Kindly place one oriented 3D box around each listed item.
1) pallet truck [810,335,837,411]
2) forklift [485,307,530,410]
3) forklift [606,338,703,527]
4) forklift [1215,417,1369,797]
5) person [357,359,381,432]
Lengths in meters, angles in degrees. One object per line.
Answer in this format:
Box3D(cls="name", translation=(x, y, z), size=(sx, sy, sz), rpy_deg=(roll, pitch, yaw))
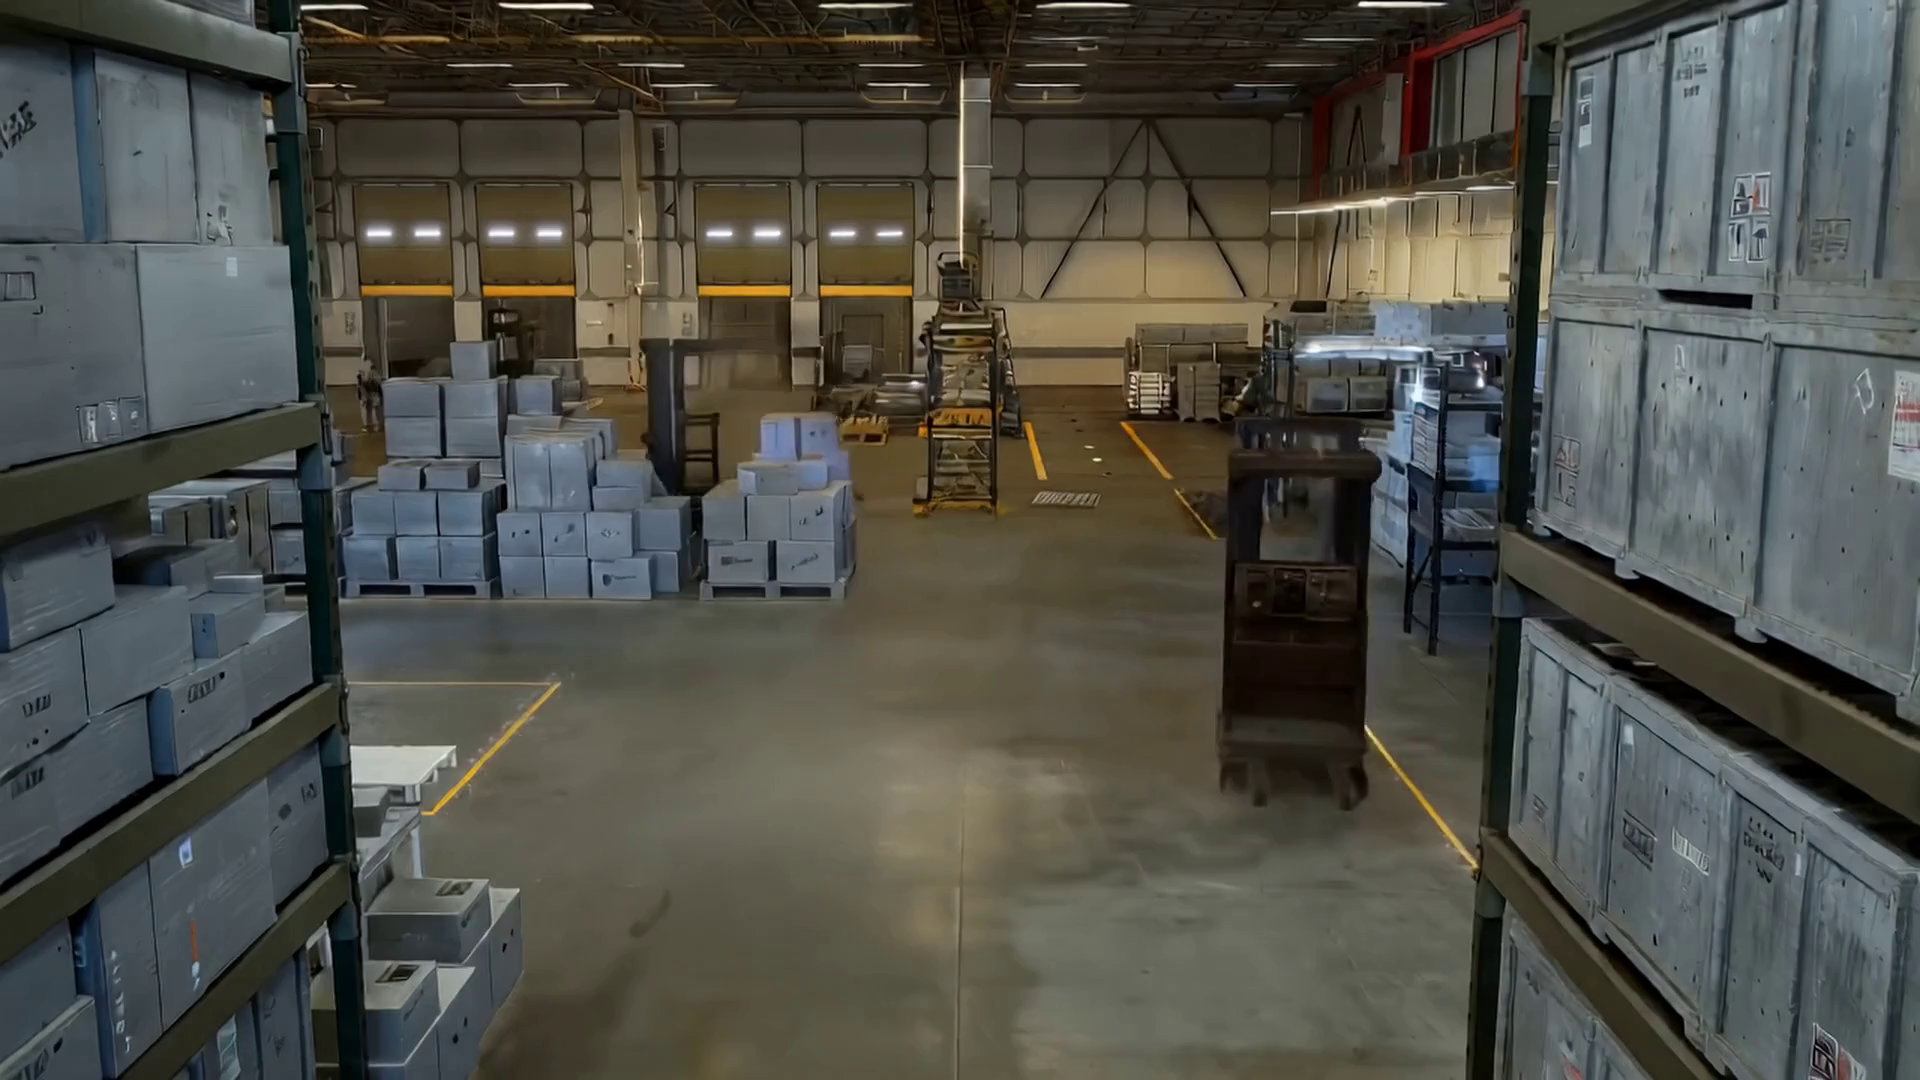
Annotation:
Box3D(cls="pallet truck", translation=(-3.021, -4.312, 43.126), size=(1.885, 1.965, 0.823), rpy_deg=(3, 10, 17))
Box3D(cls="forklift", translation=(-10.751, -4.150, 39.642), size=(1.129, 2.768, 1.873), rpy_deg=(0, 10, 1))
Box3D(cls="forklift", translation=(-4.555, -1.634, 25.130), size=(1.873, 2.768, 1.129), rpy_deg=(-1, 10, -7))
Box3D(cls="forklift", translation=(2.657, 0.414, 13.315), size=(1.129, 2.768, 1.873), rpy_deg=(1, 10, 8))
Box3D(cls="person", translation=(-13.644, -3.344, 38.407), size=(0.536, 1.696, 0.321), rpy_deg=(0, 10, 2))
